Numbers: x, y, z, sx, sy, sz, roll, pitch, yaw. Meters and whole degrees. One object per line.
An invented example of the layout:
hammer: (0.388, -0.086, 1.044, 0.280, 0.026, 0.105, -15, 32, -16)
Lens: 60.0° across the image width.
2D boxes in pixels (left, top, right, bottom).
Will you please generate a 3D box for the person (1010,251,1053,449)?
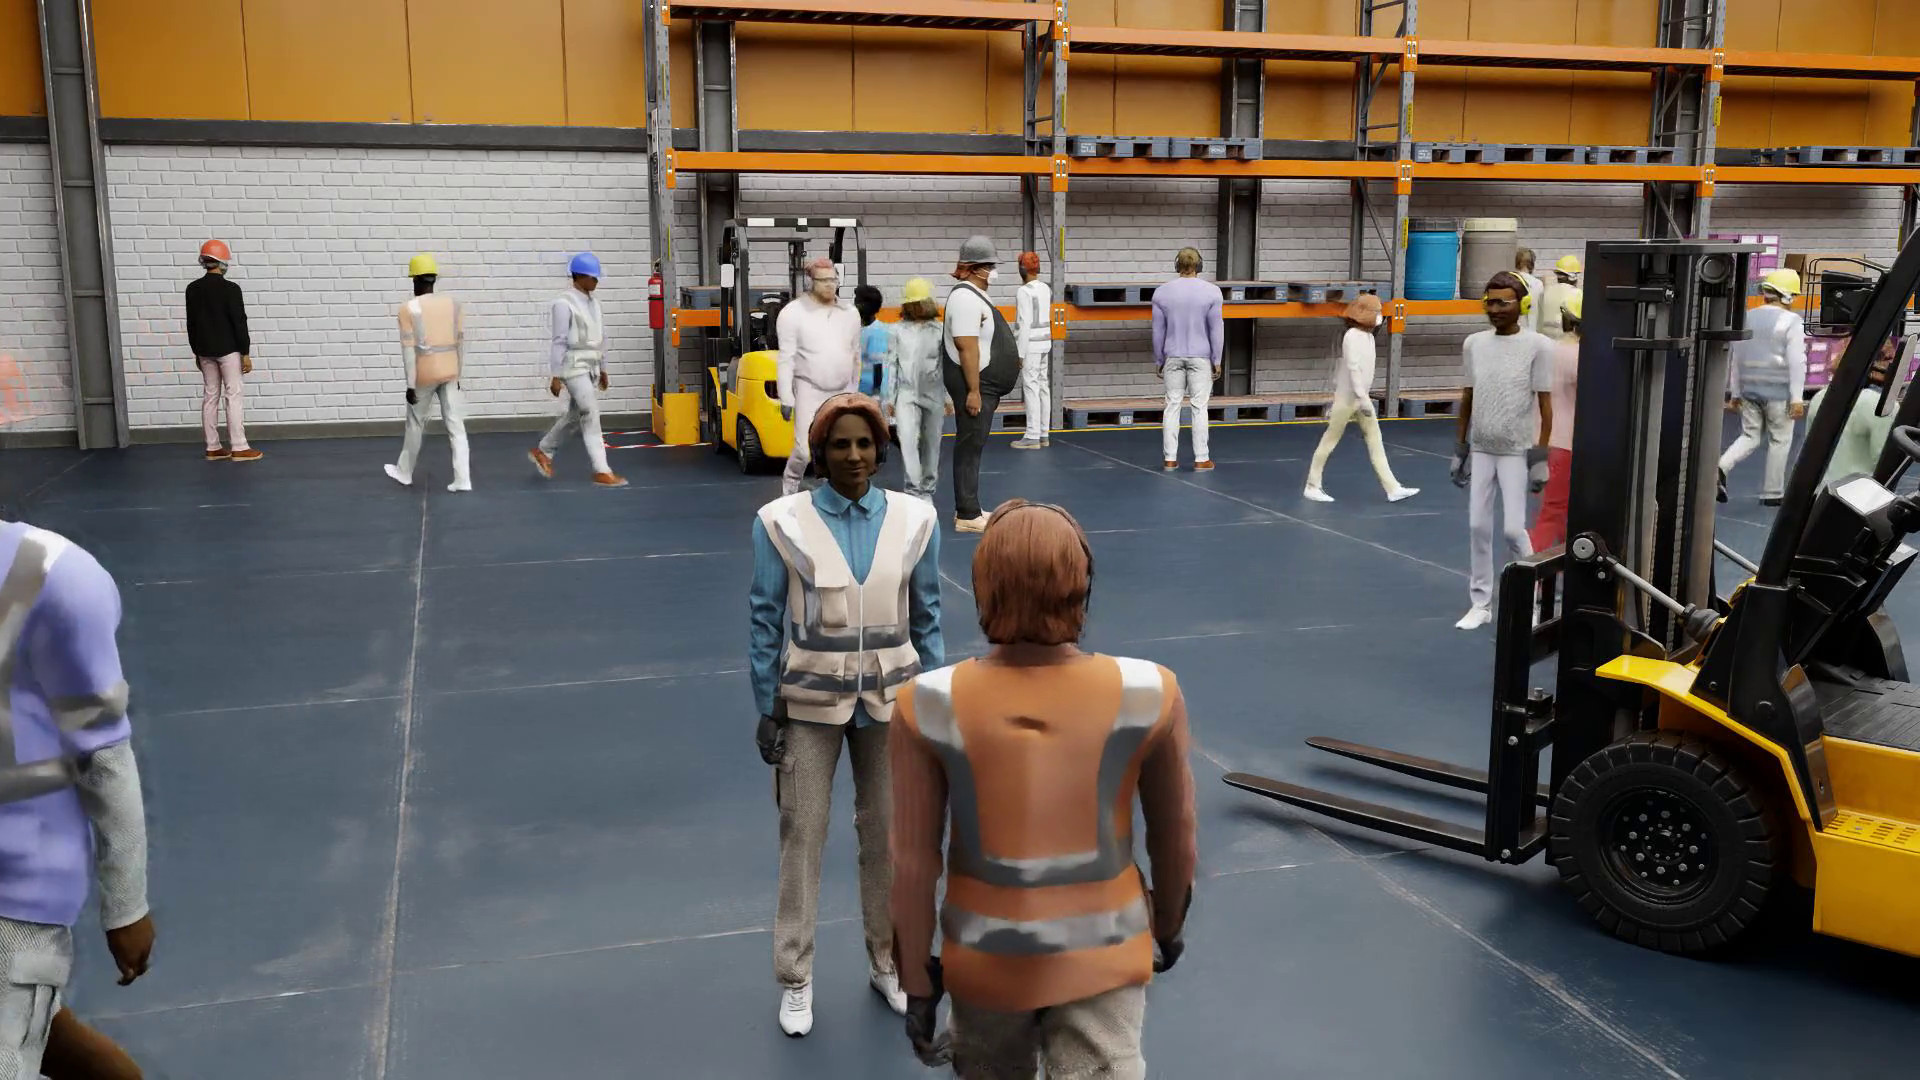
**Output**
person: (0.686, -1.812, 15.942, 0.360, 1.882, 0.575, 6, 12, 28)

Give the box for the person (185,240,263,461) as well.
person: (-6.671, -1.704, 15.041, 0.622, 1.992, 0.388, 3, 11, 18)

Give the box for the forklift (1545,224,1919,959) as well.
forklift: (2.909, 0.117, 4.508, 2.313, 2.155, 1.214, 9, 14, 40)

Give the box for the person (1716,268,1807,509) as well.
person: (5.919, -1.100, 12.290, 0.668, 1.798, 0.599, -5, 11, -24)

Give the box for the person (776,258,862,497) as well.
person: (-1.002, -1.036, 11.704, 0.649, 1.884, 0.758, -6, 12, -29)

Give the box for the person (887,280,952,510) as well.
person: (-0.292, -1.013, 12.027, 0.497, 1.704, 0.754, 0, 10, 2)

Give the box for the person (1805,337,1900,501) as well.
person: (3.948, -0.137, 7.510, 0.520, 1.621, 0.504, -2, 11, -12)

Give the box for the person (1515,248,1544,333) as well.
person: (6.063, -2.171, 17.880, 0.912, 1.888, 0.644, -6, 12, -28)

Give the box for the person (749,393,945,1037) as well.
person: (-0.284, 0.440, 4.265, 0.514, 1.639, 0.310, -3, 11, -18)

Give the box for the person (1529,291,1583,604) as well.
person: (3.432, -0.502, 9.199, 0.769, 1.727, 0.516, -2, 11, -13)

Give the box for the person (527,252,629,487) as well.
person: (-3.176, -1.396, 13.585, 0.916, 1.917, 0.622, 3, 11, 17)

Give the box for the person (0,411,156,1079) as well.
person: (-1.692, 0.569, 2.907, 0.556, 1.896, 1.015, 3, 11, 16)

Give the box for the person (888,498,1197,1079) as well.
person: (0.142, 0.725, 2.842, 0.511, 1.588, 0.909, 1, 10, 7)

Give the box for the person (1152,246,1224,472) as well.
person: (1.963, -1.550, 14.349, 0.632, 1.940, 0.372, 4, 11, 20)

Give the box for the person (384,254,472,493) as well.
person: (-4.256, -1.324, 13.287, 0.949, 1.875, 0.604, 9, 14, 42)

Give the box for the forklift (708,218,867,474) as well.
forklift: (-1.522, -1.778, 14.899, 1.214, 2.155, 2.313, -3, 11, -17)

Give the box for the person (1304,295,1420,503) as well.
person: (3.035, -1.053, 12.589, 0.895, 1.583, 0.502, 8, 13, 36)

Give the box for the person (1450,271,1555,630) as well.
person: (2.753, -0.438, 8.504, 0.338, 1.857, 0.536, -8, 13, -39)

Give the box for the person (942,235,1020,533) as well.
person: (0.147, -1.082, 11.507, 0.537, 2.000, 0.688, 0, 10, 1)

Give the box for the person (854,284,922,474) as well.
person: (-0.621, -1.186, 13.137, 0.840, 1.666, 0.531, -4, 11, -23)

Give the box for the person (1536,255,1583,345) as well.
person: (6.230, -2.012, 17.189, 0.403, 1.827, 0.604, -6, 12, -28)
